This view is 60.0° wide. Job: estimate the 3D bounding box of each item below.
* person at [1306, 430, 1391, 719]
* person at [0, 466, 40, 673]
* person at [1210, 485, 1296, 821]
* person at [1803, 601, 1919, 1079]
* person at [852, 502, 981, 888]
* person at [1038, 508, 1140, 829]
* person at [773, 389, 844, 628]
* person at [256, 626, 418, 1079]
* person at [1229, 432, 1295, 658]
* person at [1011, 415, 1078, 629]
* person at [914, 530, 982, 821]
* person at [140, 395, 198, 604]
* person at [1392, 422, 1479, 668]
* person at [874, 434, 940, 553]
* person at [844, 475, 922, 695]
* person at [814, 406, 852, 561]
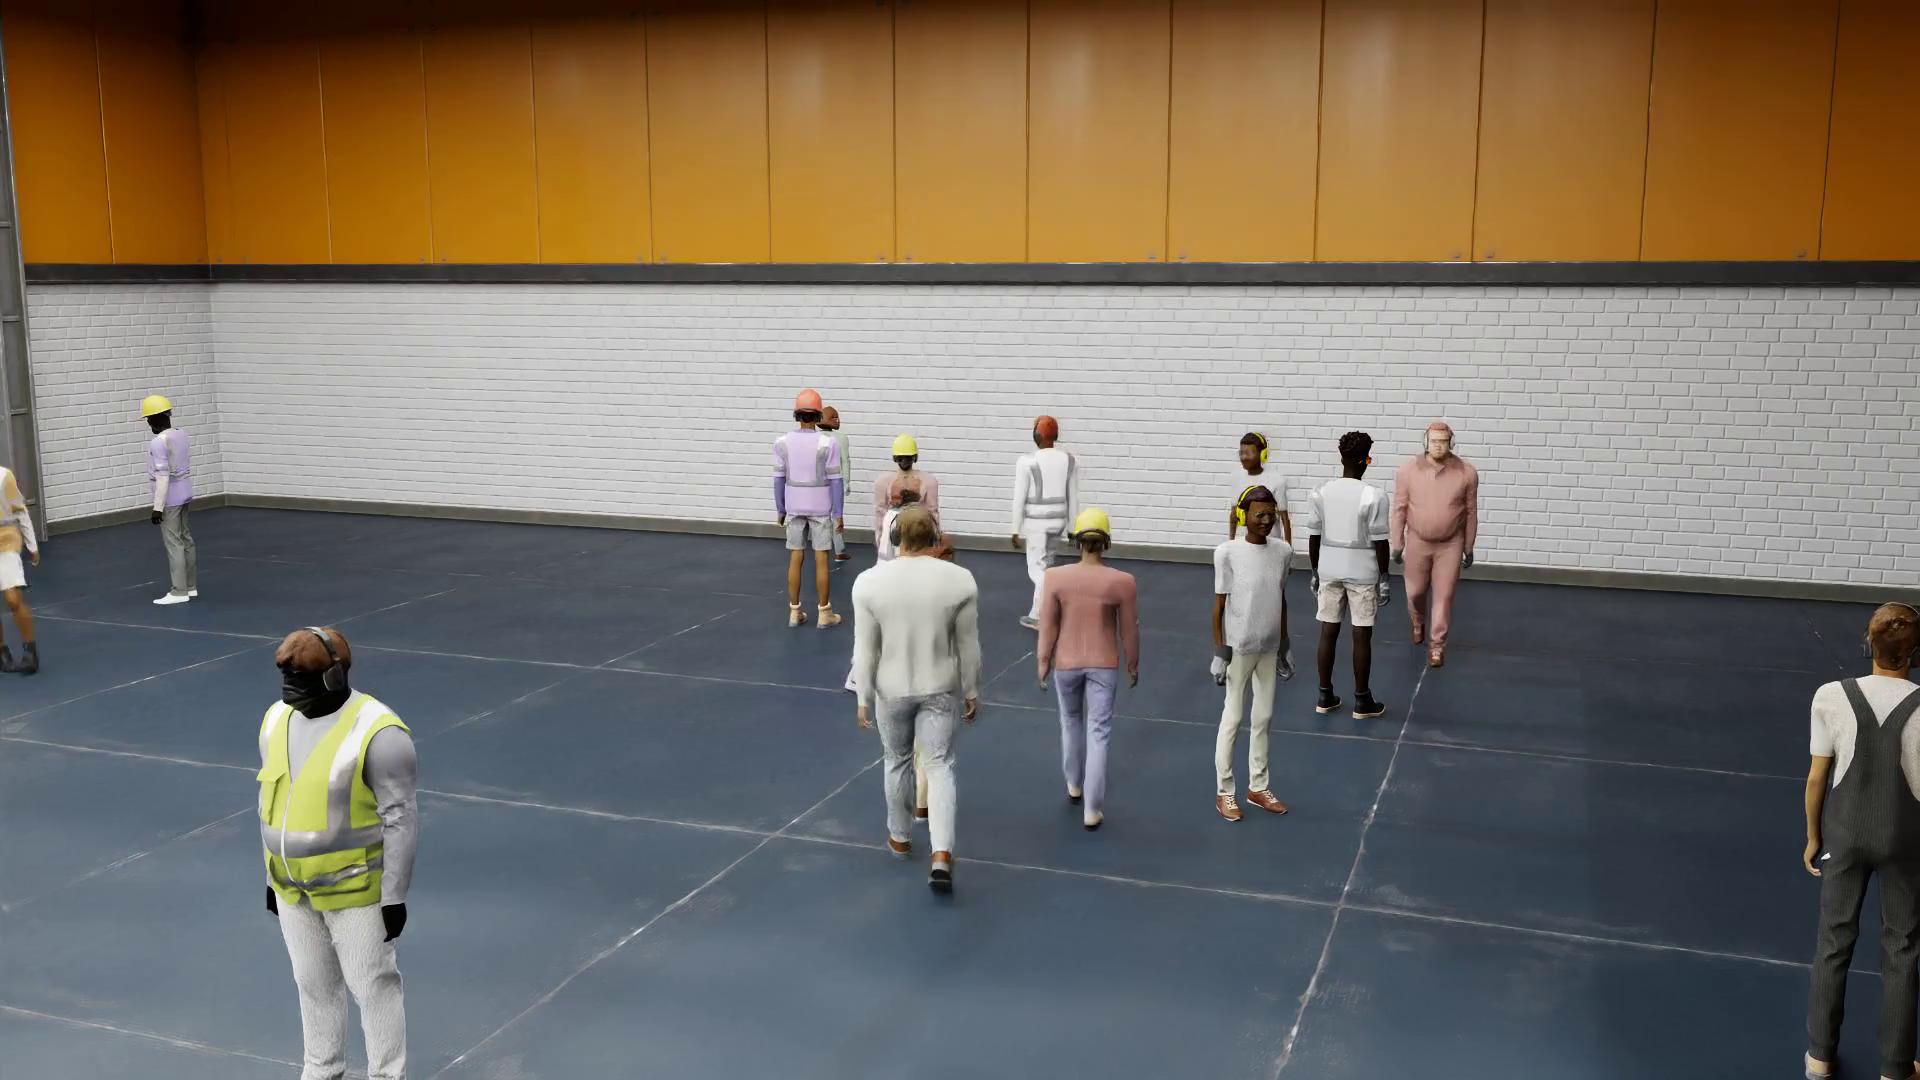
[{"bbox_3d":[2.660,0.233,11.351,0.602,1.967,0.366,7,12,39],"label":"person"},{"bbox_3d":[-7.245,0.105,12.431,0.642,1.877,0.571,-6,11,-33],"label":"person"},{"bbox_3d":[1.638,0.619,9.257,0.531,1.870,0.317,-4,10,-24],"label":"person"},{"bbox_3d":[3.385,1.135,6.131,0.507,1.846,0.343,7,12,38],"label":"person"},{"bbox_3d":[-0.211,0.757,8.304,0.641,1.909,0.936,-1,9,-4],"label":"person"},{"bbox_3d":[0.736,0.680,9.288,0.541,1.736,0.807,2,9,13],"label":"person"},{"bbox_3d":[-1.276,-0.266,14.208,0.615,2.042,0.376,3,10,16],"label":"person"},{"bbox_3d":[-2.176,1.197,5.763,0.634,1.839,0.429,4,10,23],"label":"person"},{"bbox_3d":[2.268,0.079,12.769,0.838,1.816,0.507,-8,12,-39],"label":"person"},{"bbox_3d":[0.737,-0.112,13.841,0.587,1.858,0.854,-5,10,-29],"label":"person"},{"bbox_3d":[-0.116,0.735,9.349,0.516,1.610,0.677,5,10,26],"label":"person"},{"bbox_3d":[-7.247,-0.368,15.230,0.380,1.919,0.585,0,9,-3],"label":"person"},{"bbox_3d":[3.708,0.004,13.004,0.649,1.891,0.726,3,10,16],"label":"person"},{"bbox_3d":[-0.423,0.013,13.403,0.523,1.754,0.377,-1,9,-4],"label":"person"},{"bbox_3d":[-0.463,0.328,11.927,0.831,1.588,0.533,-2,9,-13],"label":"person"},{"bbox_3d":[-1.384,-0.588,17.478,0.501,1.631,0.287,3,10,18],"label":"person"}]
